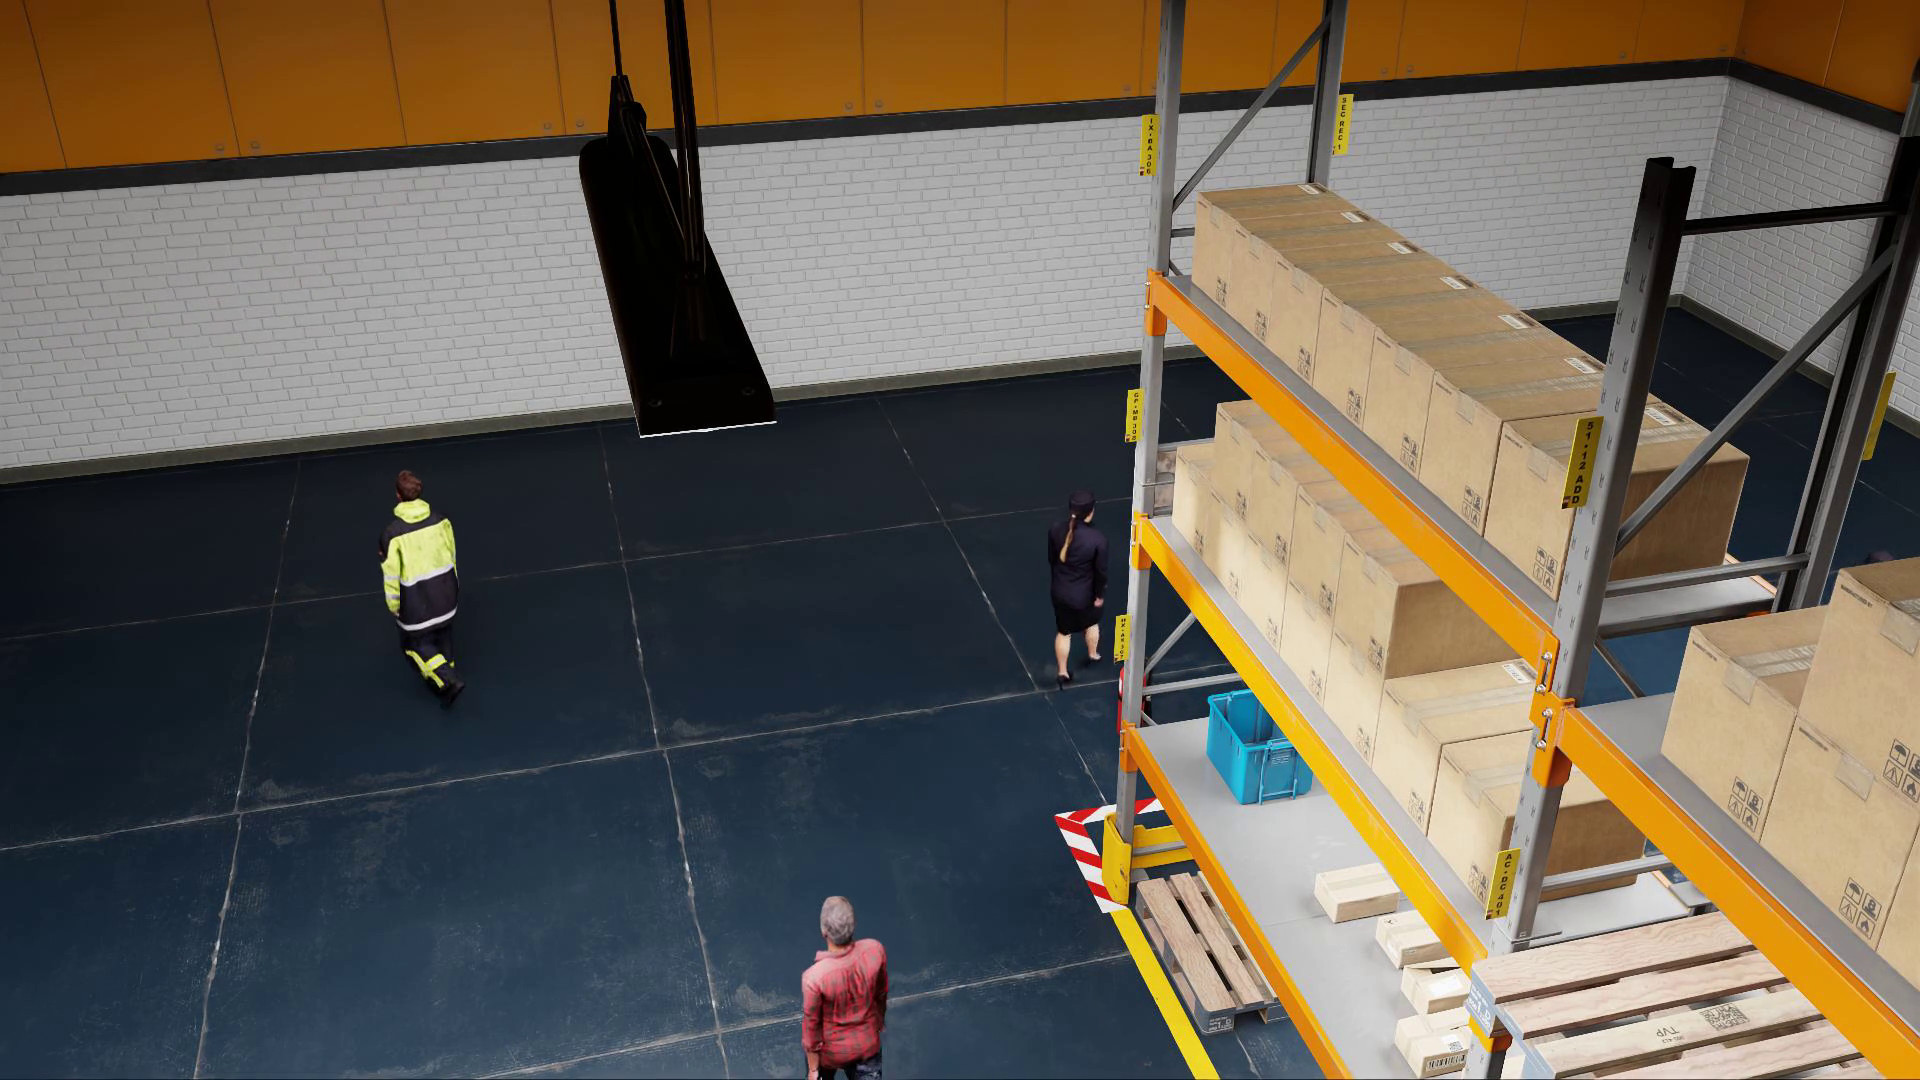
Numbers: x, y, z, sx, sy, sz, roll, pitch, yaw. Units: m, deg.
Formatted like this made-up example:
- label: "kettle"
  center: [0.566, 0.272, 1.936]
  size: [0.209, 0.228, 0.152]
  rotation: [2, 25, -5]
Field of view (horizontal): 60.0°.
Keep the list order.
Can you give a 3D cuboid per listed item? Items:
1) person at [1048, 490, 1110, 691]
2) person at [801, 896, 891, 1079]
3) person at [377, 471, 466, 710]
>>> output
- label: "person"
  center: [0.854, 0.431, 12.902]
  size: [0.937, 1.653, 1.004]
  rotation: [12, 31, 21]
- label: "person"
  center: [-0.541, 2.678, 8.642]
  size: [0.927, 1.786, 1.304]
  rotation: [-15, 32, -26]
- label: "person"
  center: [-4.023, 0.425, 12.585]
  size: [1.112, 1.966, 1.033]
  rotation: [22, 36, 35]
